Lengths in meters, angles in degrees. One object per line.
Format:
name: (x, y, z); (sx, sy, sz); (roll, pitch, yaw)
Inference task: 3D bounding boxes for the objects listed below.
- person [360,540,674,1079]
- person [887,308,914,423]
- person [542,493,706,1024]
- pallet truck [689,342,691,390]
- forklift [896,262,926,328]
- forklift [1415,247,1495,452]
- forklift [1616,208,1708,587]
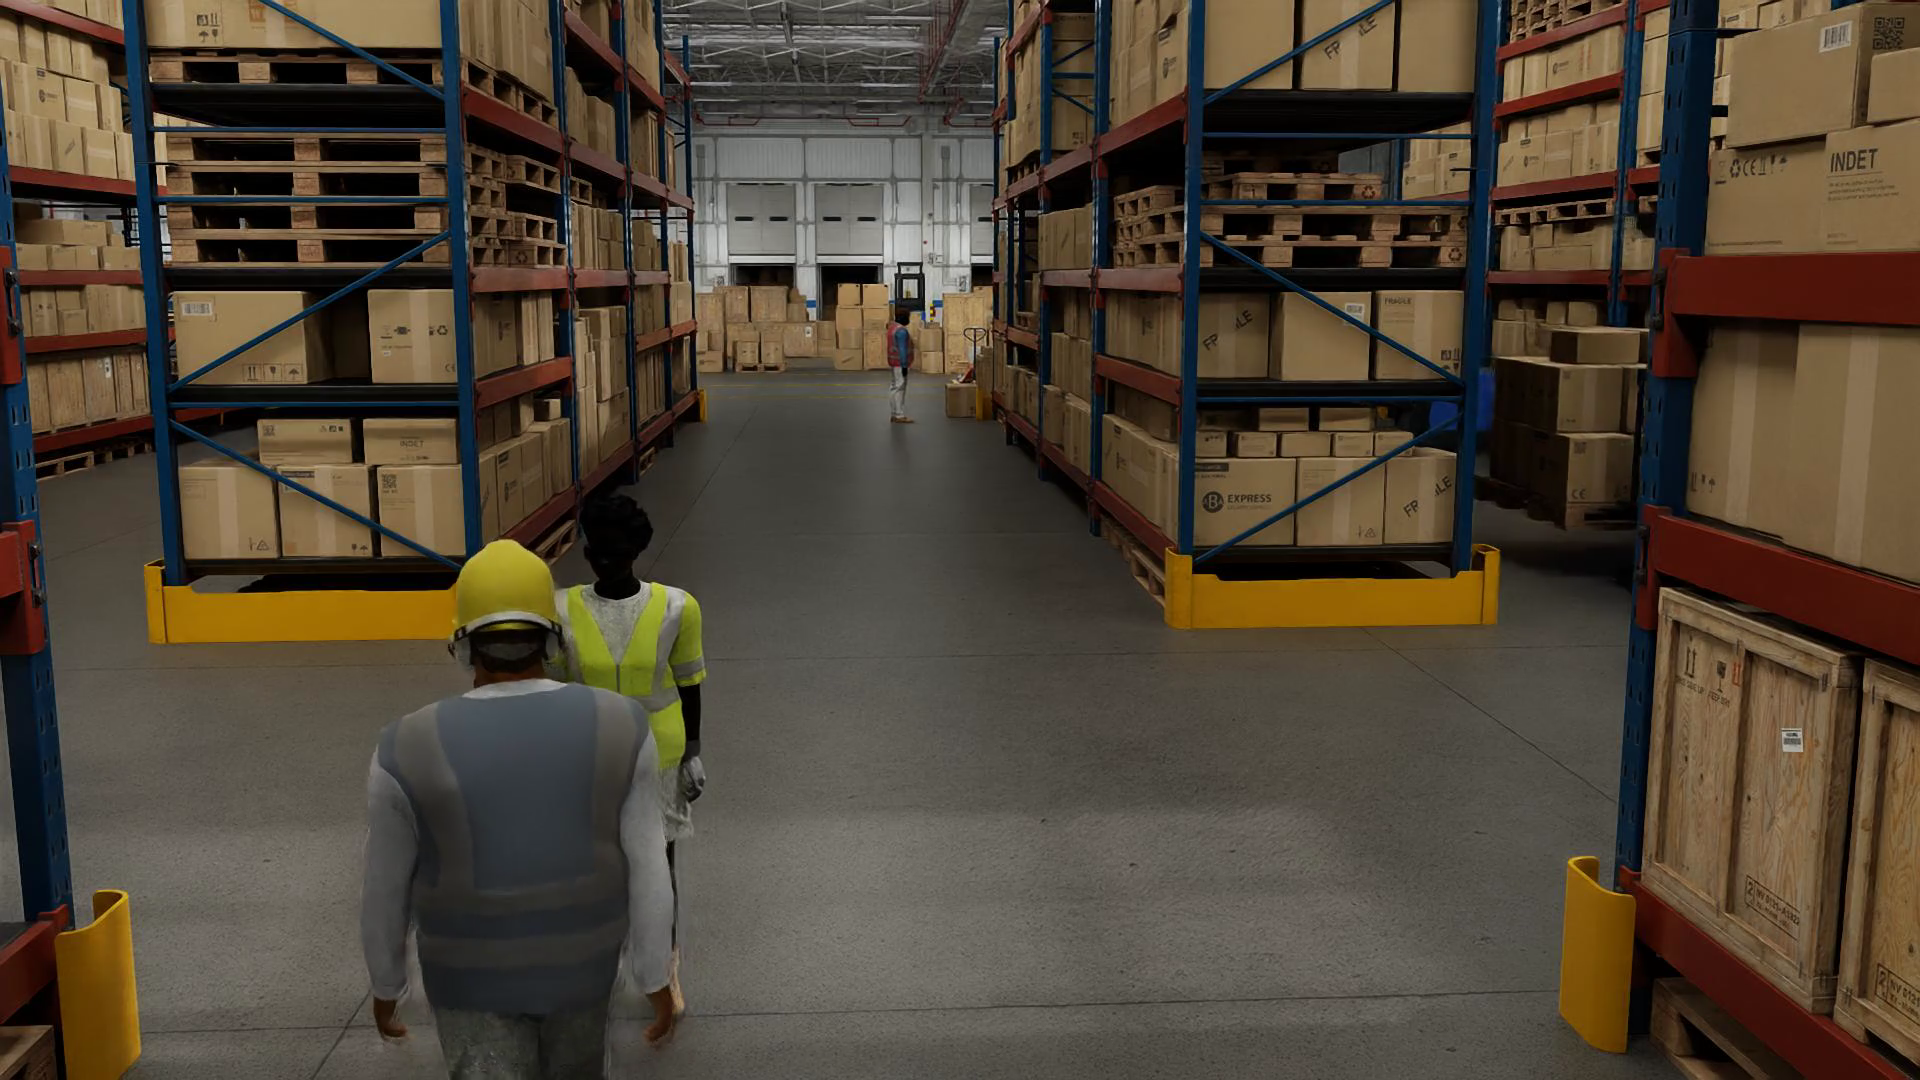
person: (-0.984, 0.886, 3.649); (0.625, 1.792, 0.873); (-4, 10, -24)
person: (-0.944, -2.783, 26.583); (0.430, 1.835, 0.625); (-3, 9, -17)
person: (-1.056, 0.690, 5.192); (0.539, 1.698, 0.319); (-2, 9, -11)
pallet truck: (-5.225, -3.008, 27.480); (1.885, 1.965, 0.823); (2, 9, 14)
forklift: (-1.780, -8.547, 59.499); (1.129, 2.768, 1.873); (-1, 9, -4)
forklift: (6.353, -2.621, 22.288); (1.873, 2.768, 1.129); (1, 9, 4)
forklift: (5.625, -0.916, 11.584); (1.129, 2.768, 1.873); (-1, 9, -4)
